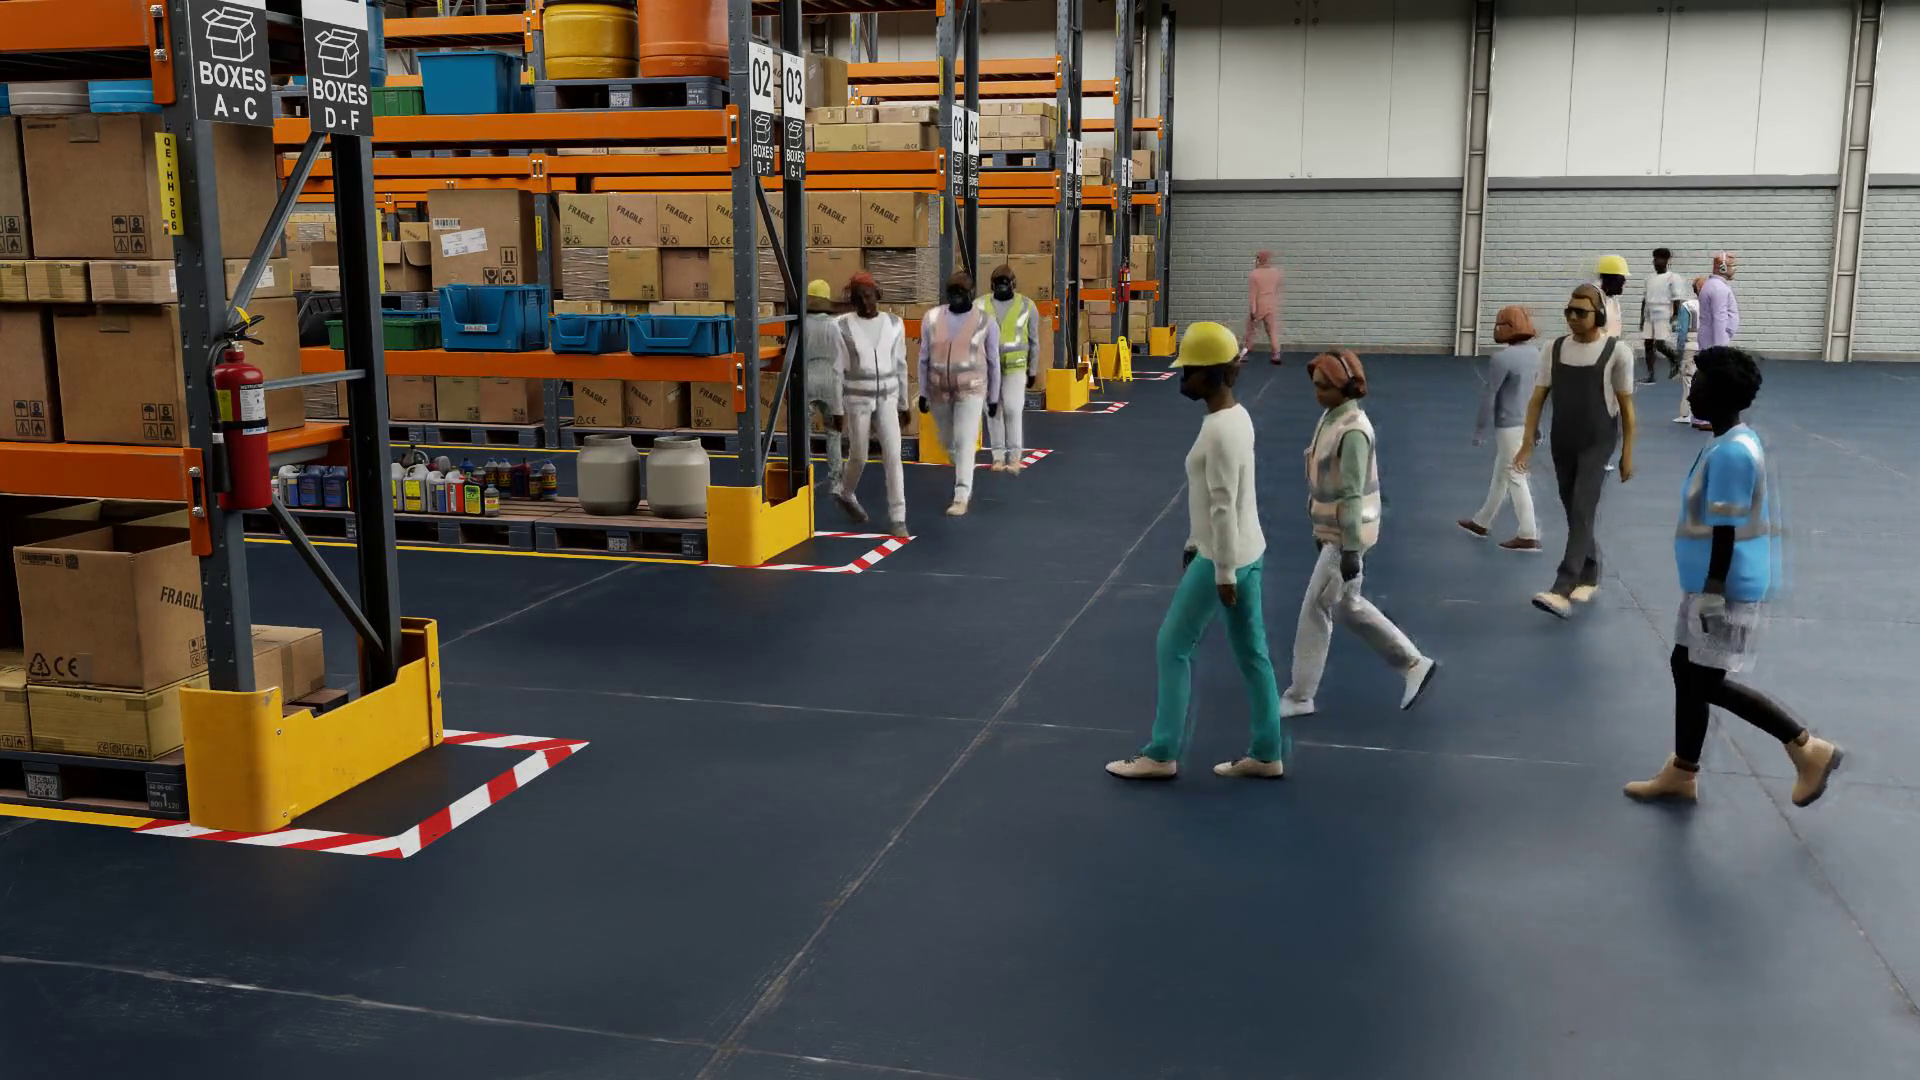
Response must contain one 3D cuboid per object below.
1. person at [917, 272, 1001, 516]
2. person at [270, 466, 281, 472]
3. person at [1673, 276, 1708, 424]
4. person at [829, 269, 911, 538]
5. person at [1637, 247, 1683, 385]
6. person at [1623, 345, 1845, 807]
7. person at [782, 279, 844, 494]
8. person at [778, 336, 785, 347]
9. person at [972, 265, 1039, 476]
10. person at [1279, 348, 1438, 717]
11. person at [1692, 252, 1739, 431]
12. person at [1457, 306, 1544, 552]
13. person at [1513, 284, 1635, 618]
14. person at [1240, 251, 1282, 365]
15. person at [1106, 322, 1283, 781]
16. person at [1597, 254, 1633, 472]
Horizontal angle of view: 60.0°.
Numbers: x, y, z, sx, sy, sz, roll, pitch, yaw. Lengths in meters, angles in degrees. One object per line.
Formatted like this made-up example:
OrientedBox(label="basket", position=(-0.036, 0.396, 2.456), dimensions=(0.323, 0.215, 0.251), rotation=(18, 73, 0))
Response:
OrientedBox(label="person", position=(0.006, -1.132, 12.656), dimensions=(0.619, 1.817, 0.847), rotation=(4, 11, 19))
OrientedBox(label="person", position=(-6.532, -1.561, 14.796), dimensions=(1.025, 1.896, 0.640), rotation=(6, 12, 29))
OrientedBox(label="person", position=(8.224, -2.106, 18.516), dimensions=(0.522, 1.640, 0.306), rotation=(-1, 10, -6))
OrientedBox(label="person", position=(-0.644, -0.969, 11.646), dimensions=(0.608, 1.855, 0.862), rotation=(-4, 11, -23))
OrientedBox(label="person", position=(9.891, -3.152, 23.458), dimensions=(0.577, 1.949, 0.613), rotation=(-4, 11, -23))
OrientedBox(label="person", position=(2.760, 0.155, 5.862), dimensions=(0.612, 1.677, 0.545), rotation=(3, 11, 19))
OrientedBox(label="person", position=(-1.173, -1.210, 13.296), dimensions=(0.560, 1.729, 0.350), rotation=(-1, 10, -6))
OrientedBox(label="person", position=(-1.967, -2.452, 19.366), dimensions=(0.432, 2.019, 0.608), rotation=(-1, 10, -8))
OrientedBox(label="person", position=(0.348, -1.468, 14.483), dimensions=(0.629, 1.815, 0.700), rotation=(2, 10, 10))
OrientedBox(label="person", position=(1.675, -0.015, 7.038), dimensions=(0.732, 1.603, 0.542), rotation=(0, 10, 2))
OrientedBox(label="person", position=(8.141, -2.125, 17.882), dimensions=(0.399, 1.909, 0.642), rotation=(2, 10, 13))
OrientedBox(label="person", position=(3.584, -0.749, 11.093), dimensions=(0.520, 1.601, 0.754), rotation=(-9, 13, -40))
OrientedBox(label="person", position=(3.355, -0.489, 9.109), dimensions=(0.939, 1.798, 0.516), rotation=(-9, 14, -41))
OrientedBox(label="person", position=(4.979, -3.824, 27.440), dimensions=(0.646, 1.864, 0.958), rotation=(-4, 11, -23))
OrientedBox(label="person", position=(0.889, 0.062, 6.244), dimensions=(0.762, 1.740, 0.546), rotation=(4, 11, 19))
OrientedBox(label="person", position=(5.657, -1.539, 14.611), dimensions=(0.424, 1.910, 0.621), rotation=(8, 13, 38))
